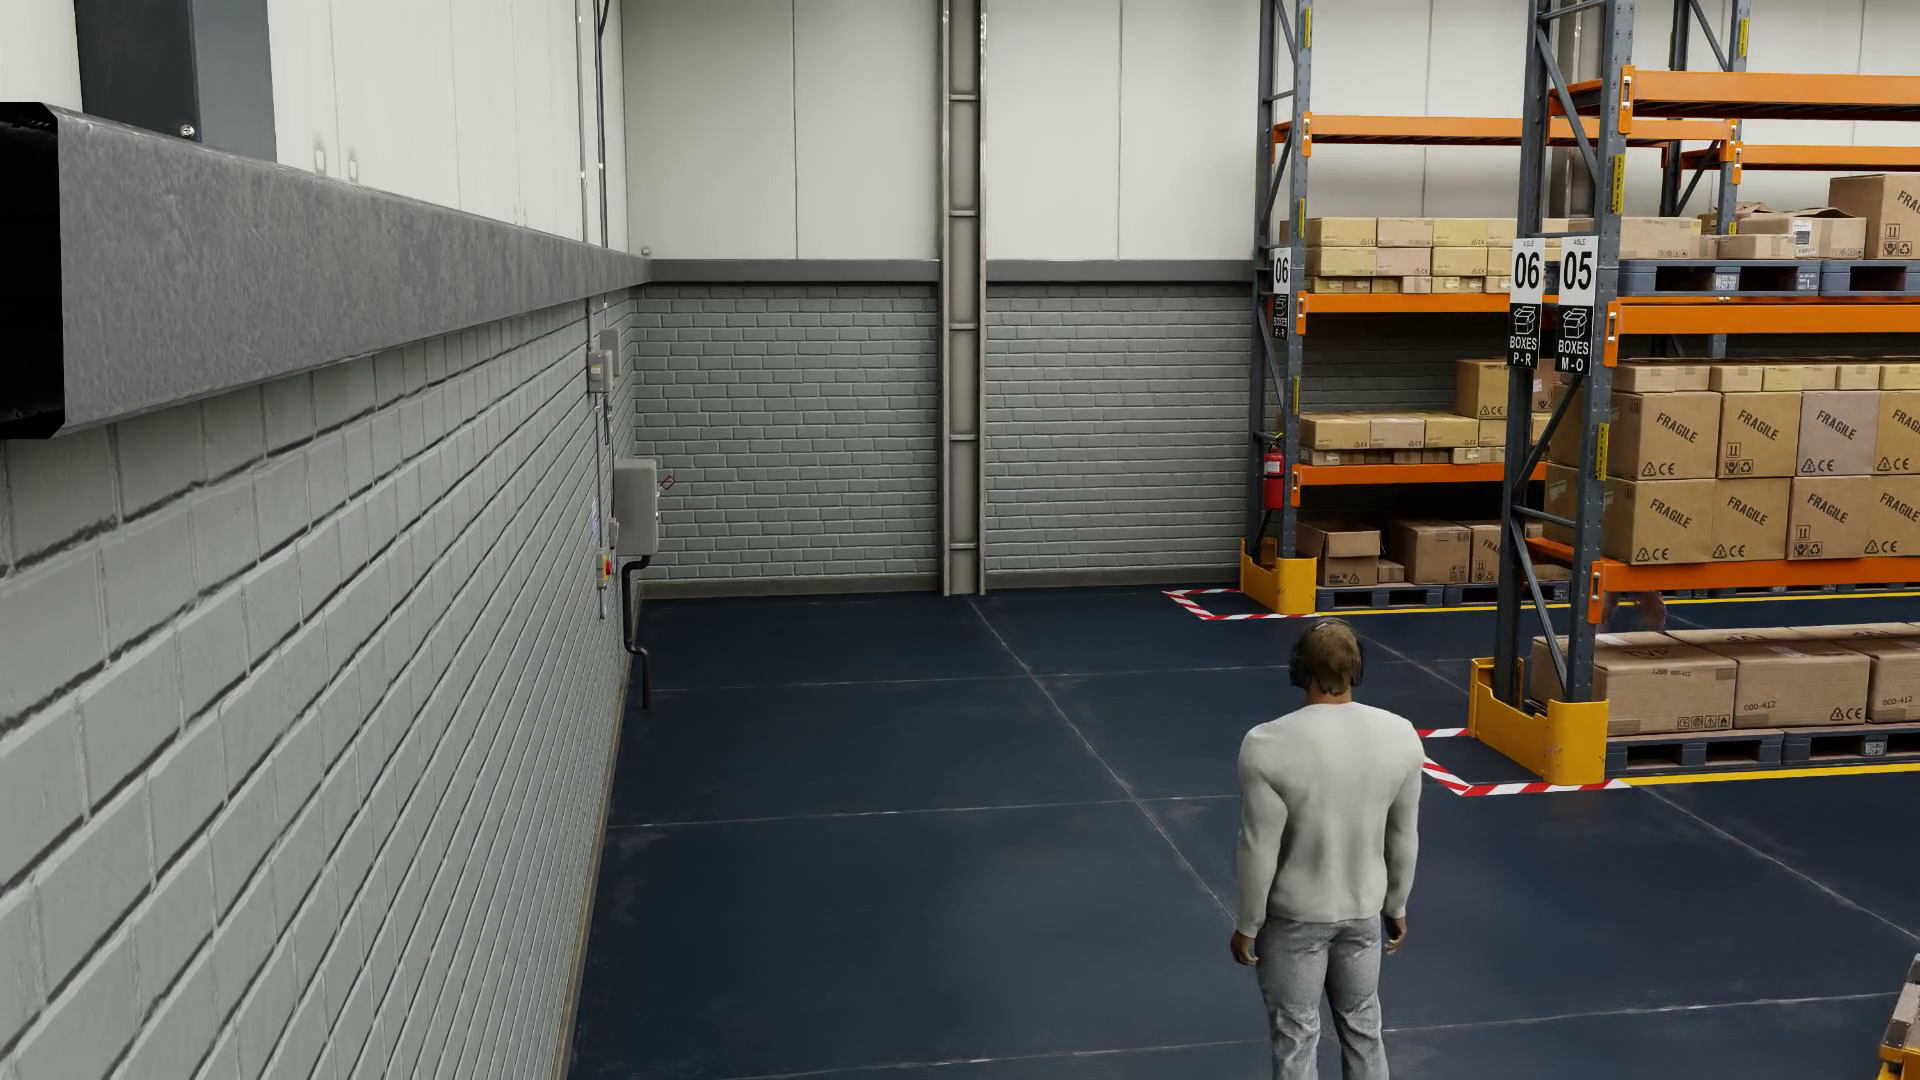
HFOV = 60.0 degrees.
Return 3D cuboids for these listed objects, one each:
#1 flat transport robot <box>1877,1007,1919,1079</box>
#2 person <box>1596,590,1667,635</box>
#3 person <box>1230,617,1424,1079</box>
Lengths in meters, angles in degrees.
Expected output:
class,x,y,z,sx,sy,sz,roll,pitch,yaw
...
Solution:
class,x,y,z,sx,sy,sz,roll,pitch,yaw
flat transport robot,3.941,1.883,6.323,0.652,0.197,1.431,7,11,35
person,4.875,0.140,11.887,0.897,1.953,0.647,-2,10,-15
person,1.174,1.205,5.380,0.635,1.936,0.354,-2,10,-15
